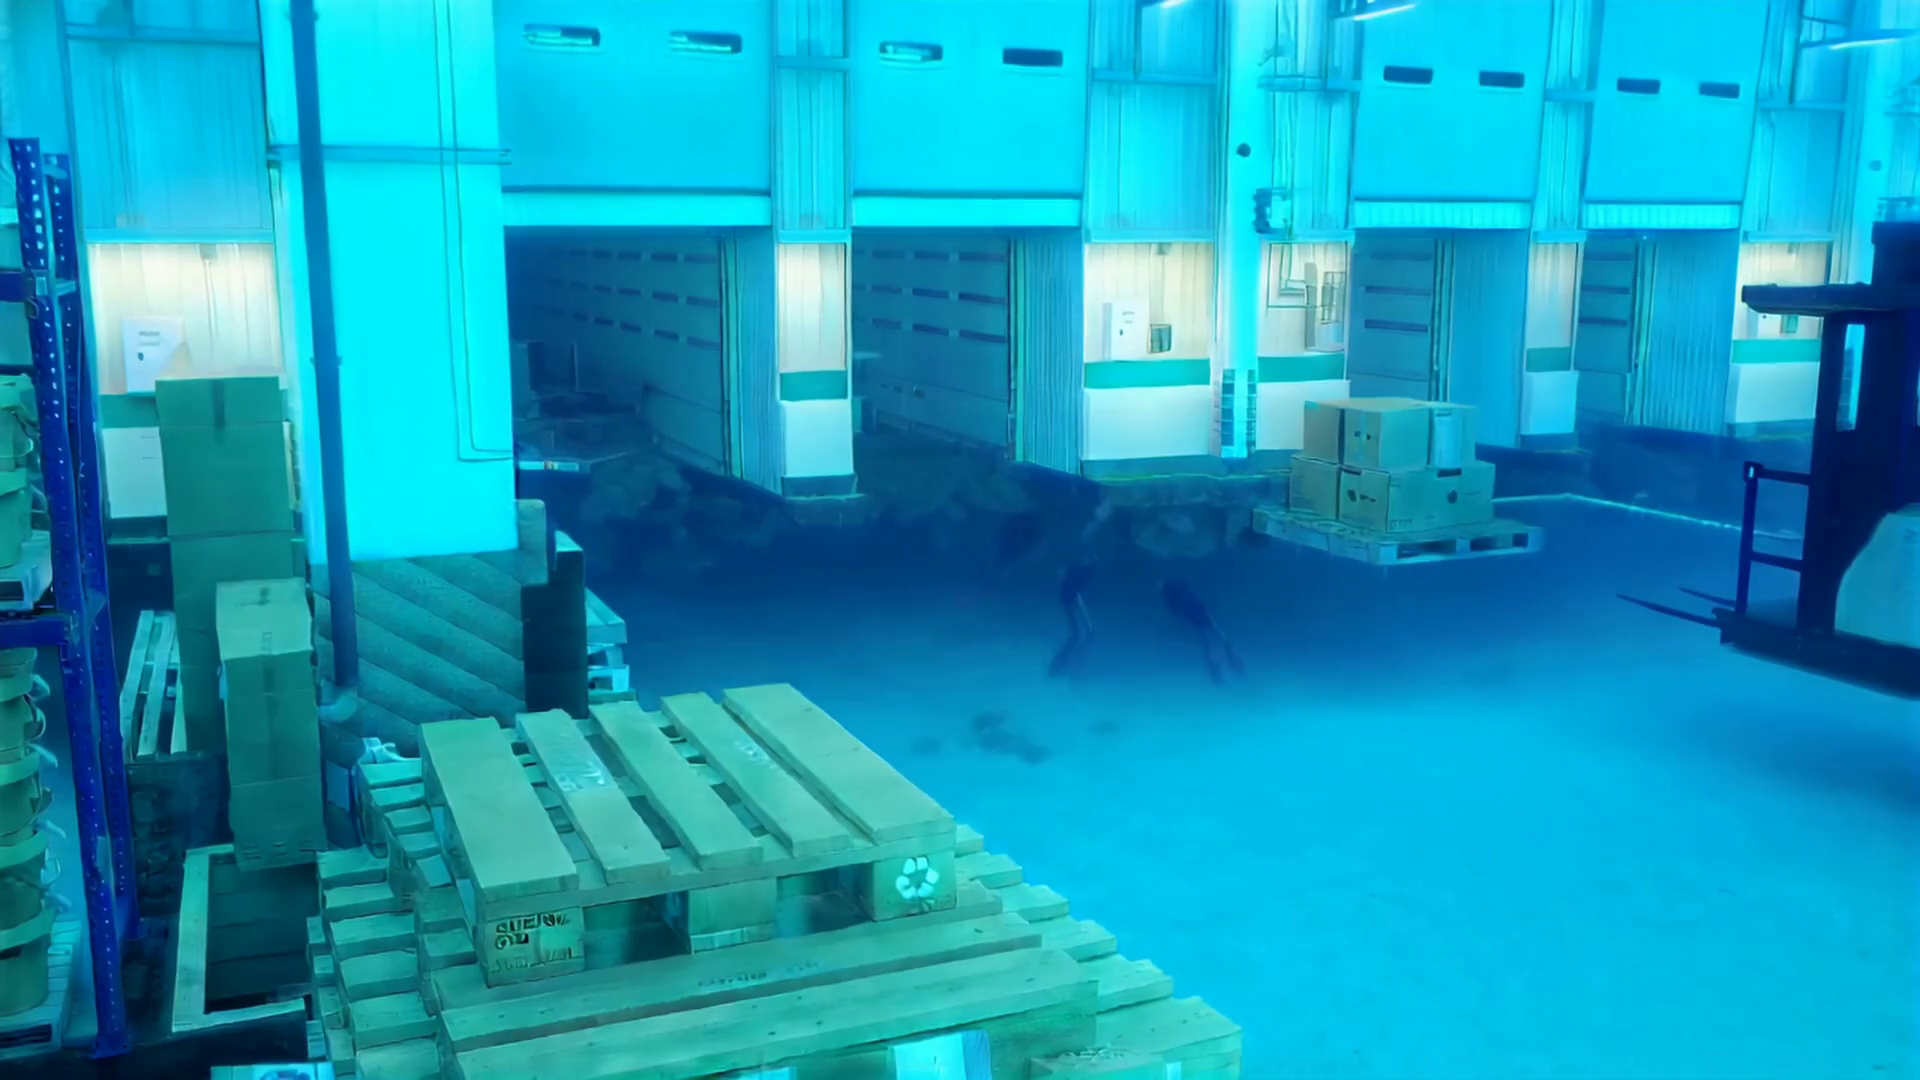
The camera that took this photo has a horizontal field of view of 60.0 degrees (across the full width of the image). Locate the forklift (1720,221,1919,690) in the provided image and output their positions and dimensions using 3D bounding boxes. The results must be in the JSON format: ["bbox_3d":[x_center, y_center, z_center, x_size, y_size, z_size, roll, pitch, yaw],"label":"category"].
[{"bbox_3d":[5.949,-0.550,10.218,1.129,2.768,1.873,-4,11,-23],"label":"forklift"}]
